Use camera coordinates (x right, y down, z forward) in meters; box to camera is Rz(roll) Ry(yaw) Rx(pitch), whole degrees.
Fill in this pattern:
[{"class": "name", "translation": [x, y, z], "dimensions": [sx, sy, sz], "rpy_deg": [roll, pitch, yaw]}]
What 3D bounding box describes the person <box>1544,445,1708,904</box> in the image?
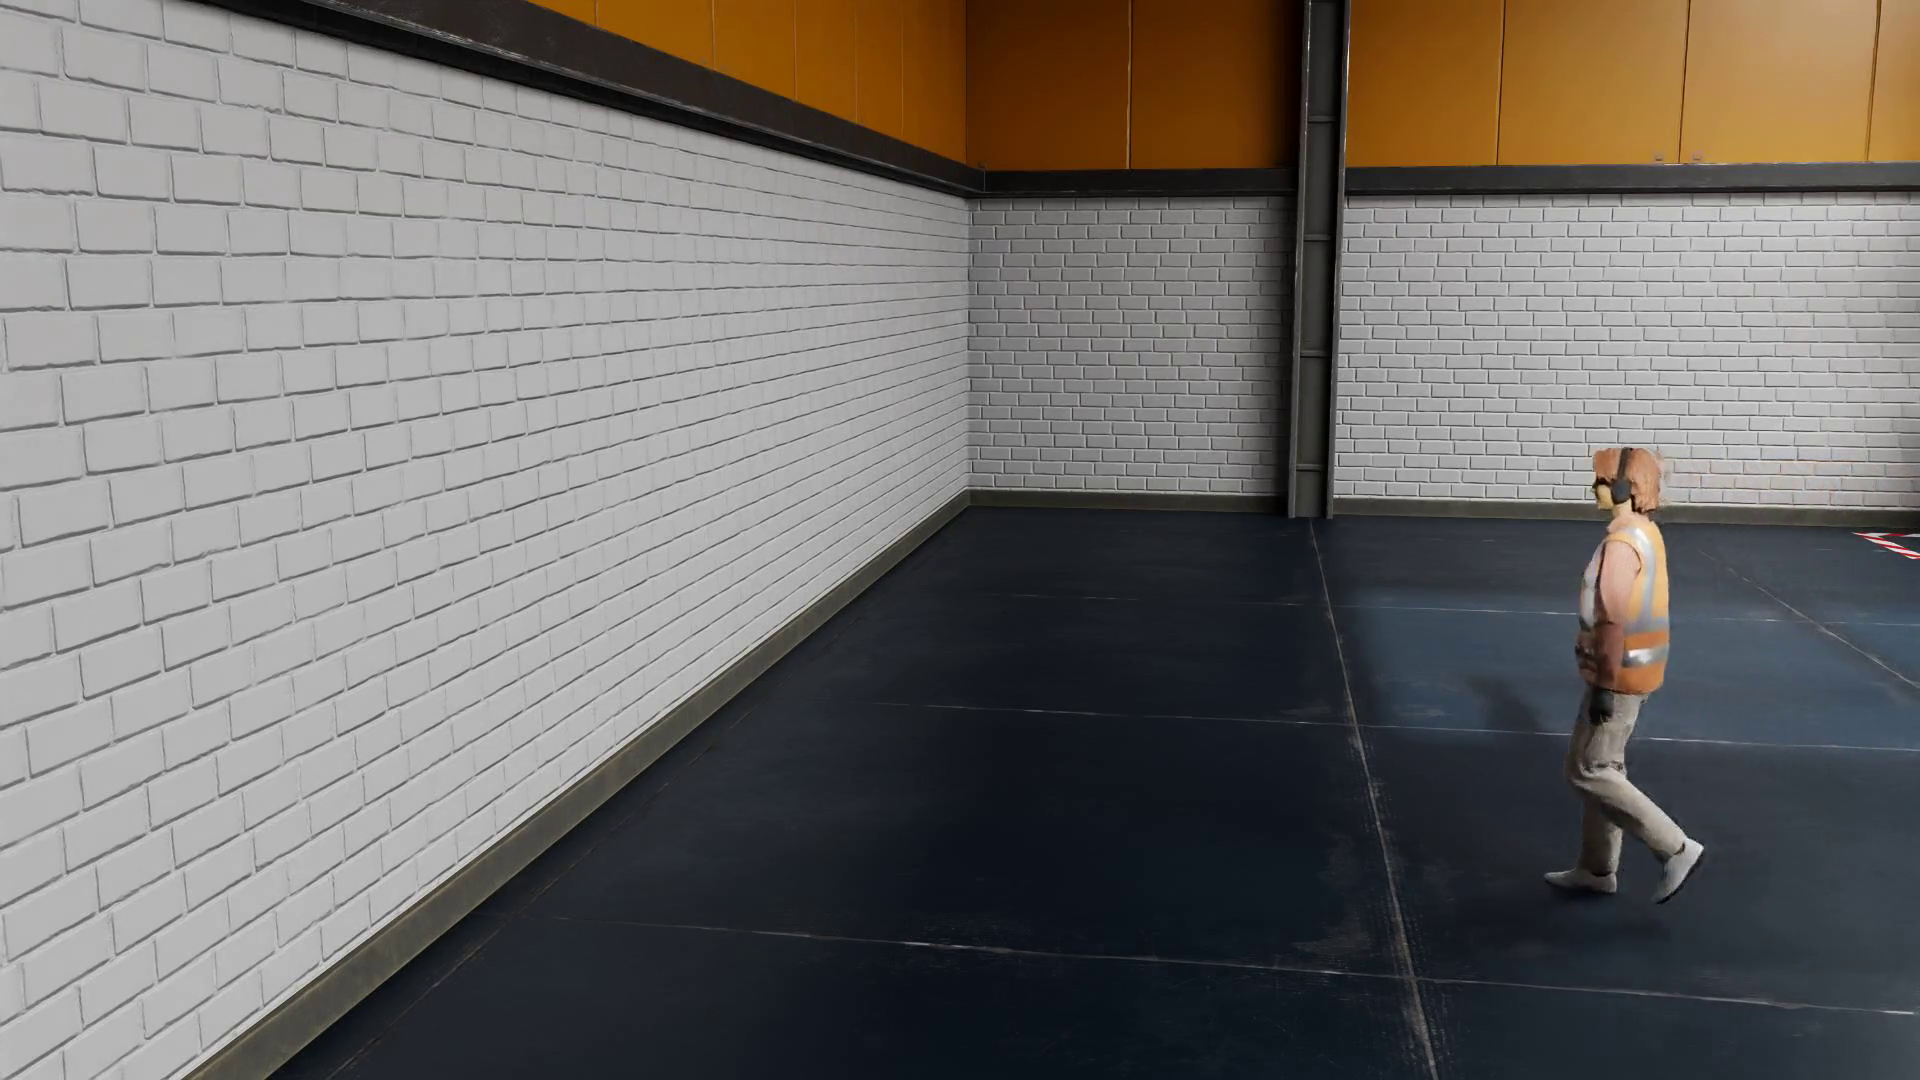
[{"class": "person", "translation": [2.323, 0.484, 5.760], "dimensions": [0.462, 1.622, 0.528], "rpy_deg": [5, 10, 29]}]
